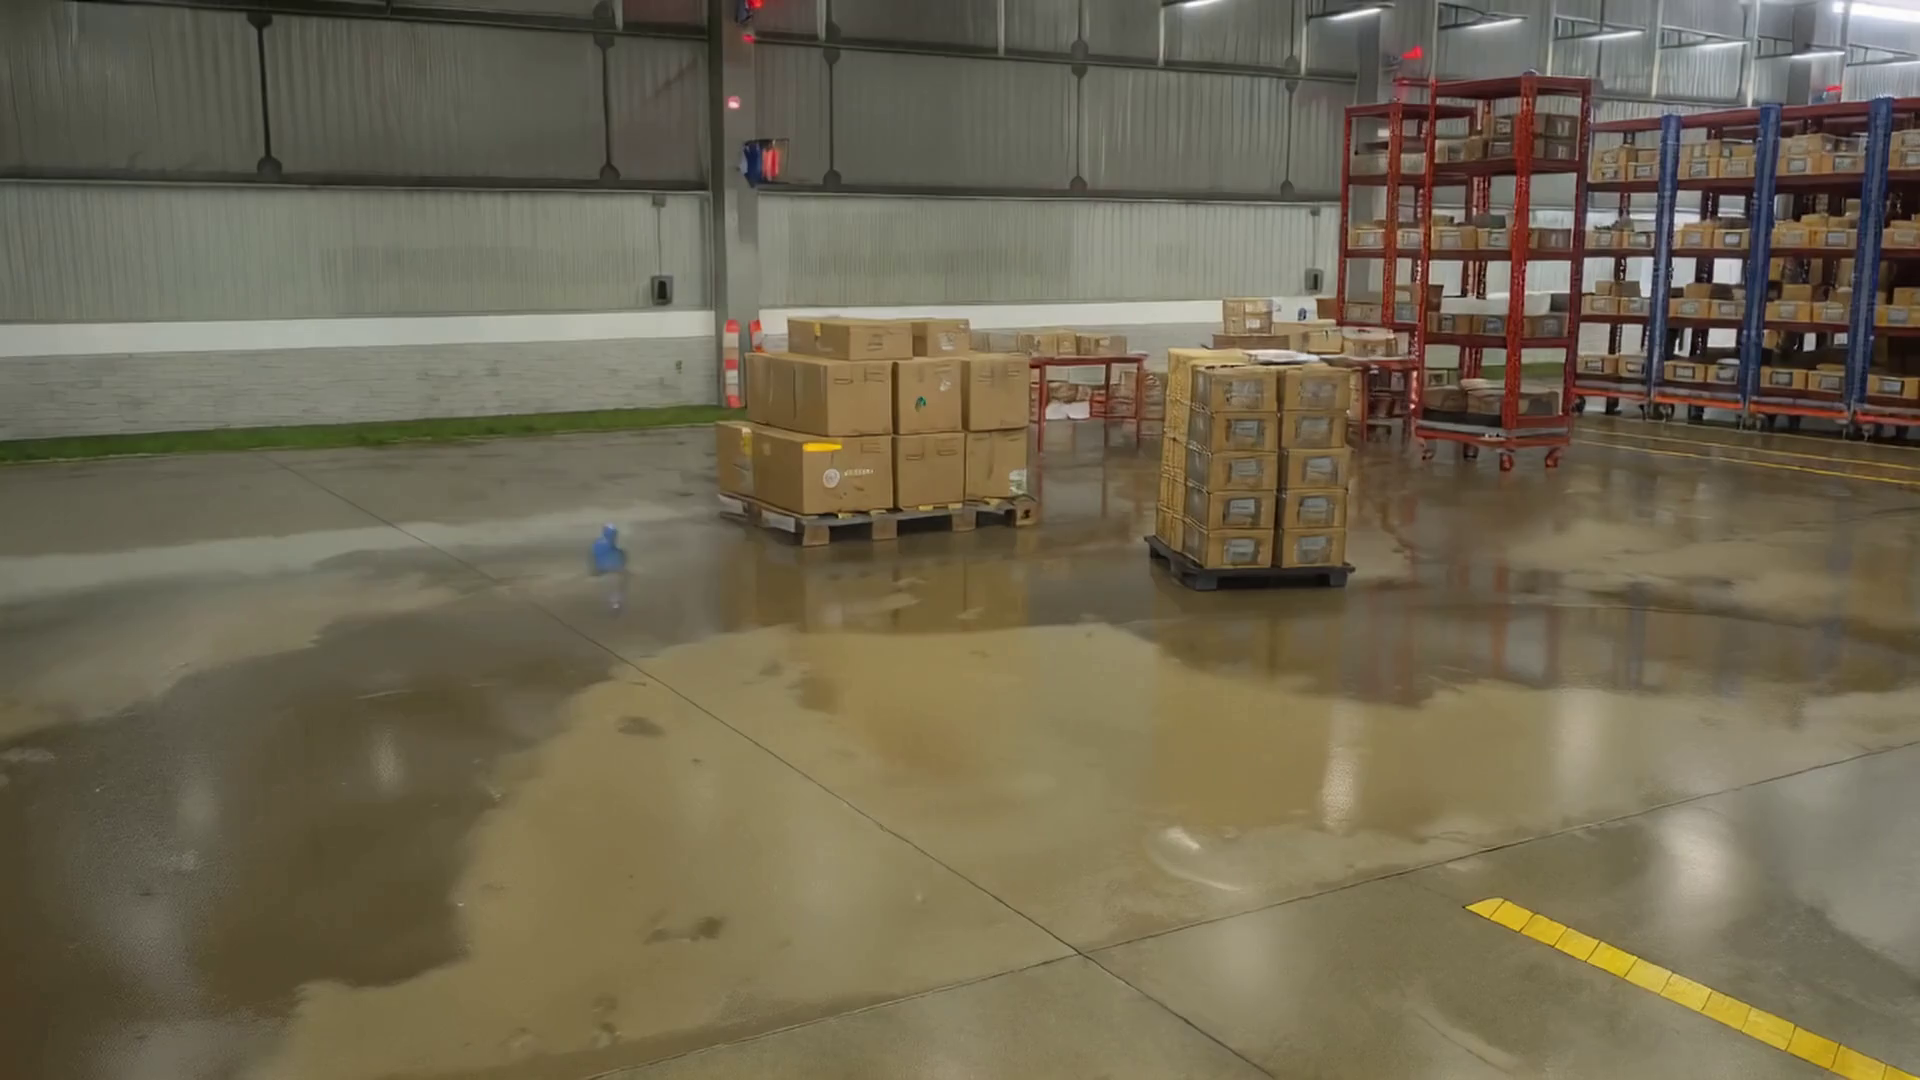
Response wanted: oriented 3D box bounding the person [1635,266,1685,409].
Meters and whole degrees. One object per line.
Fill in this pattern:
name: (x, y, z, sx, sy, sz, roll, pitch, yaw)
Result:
person: (8.961, -2.579, 21.204, 0.389, 1.847, 0.567, -10, 14, -44)
